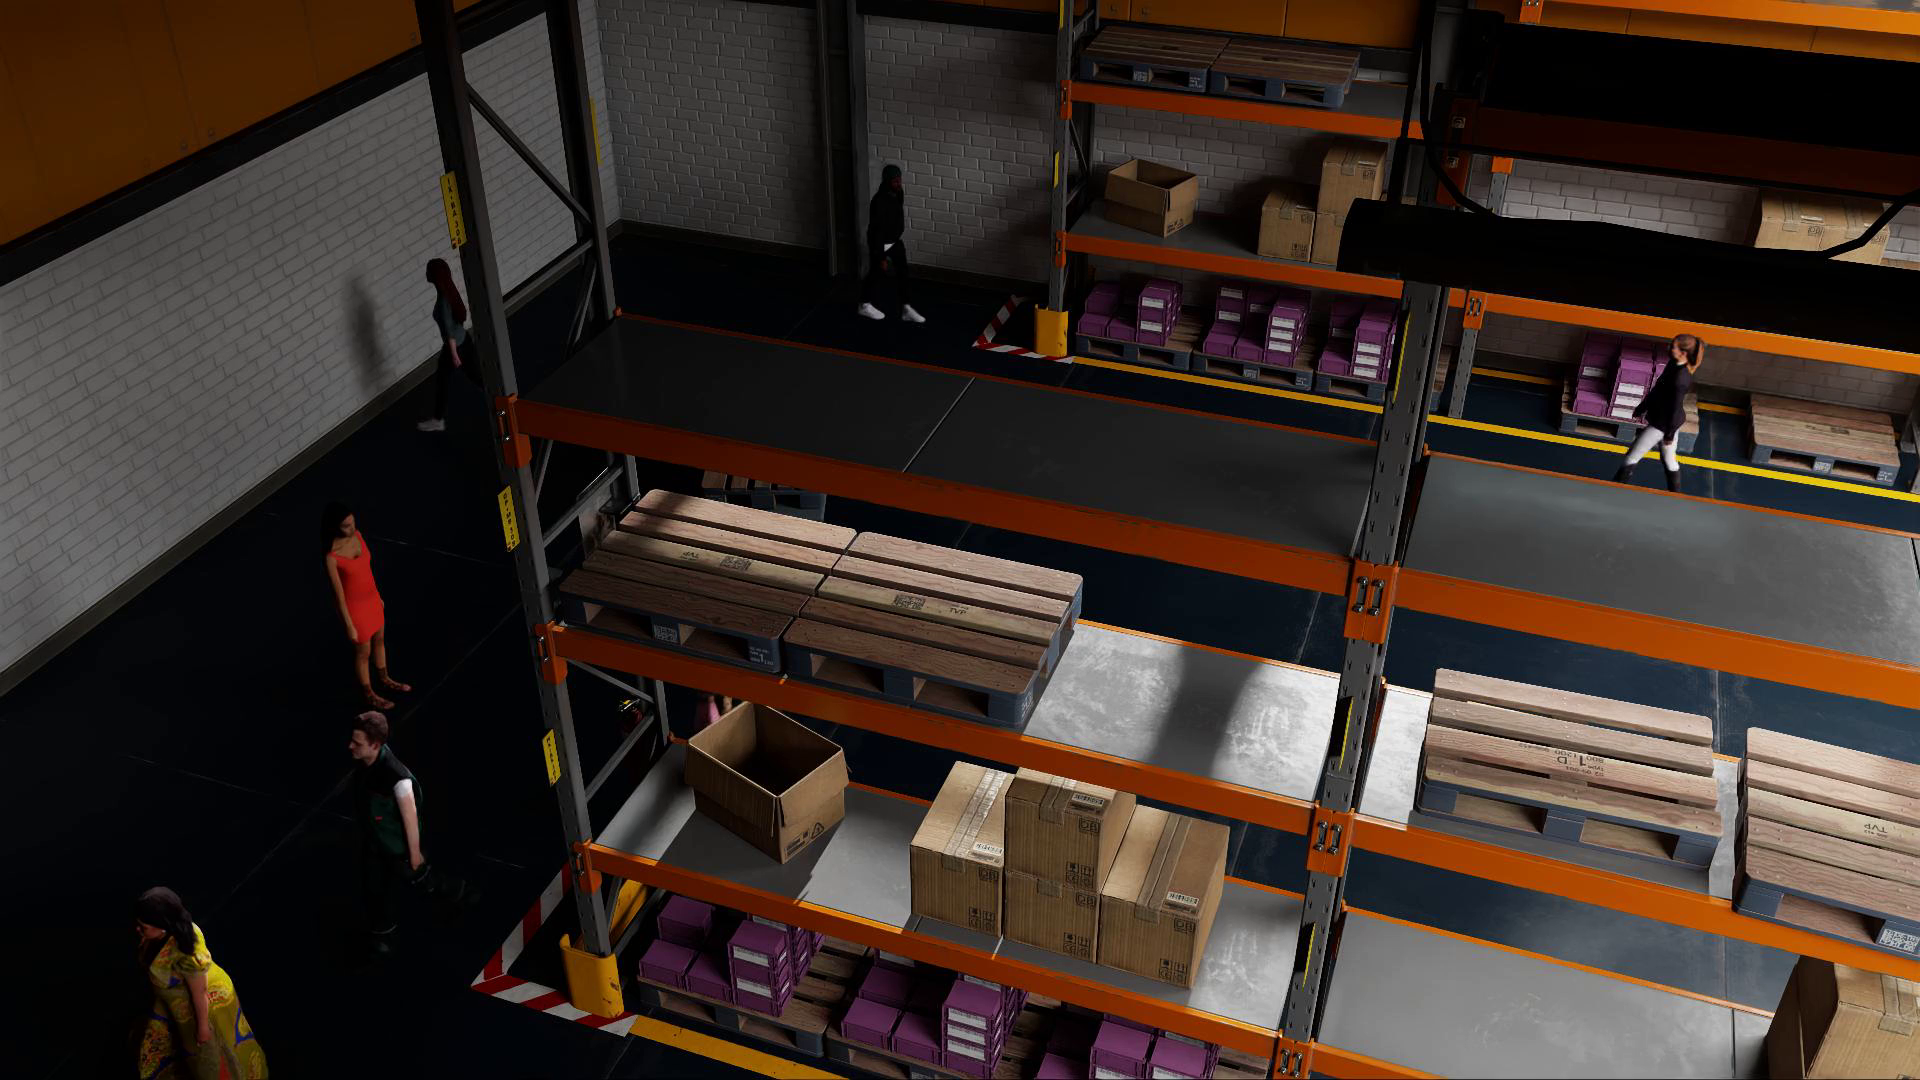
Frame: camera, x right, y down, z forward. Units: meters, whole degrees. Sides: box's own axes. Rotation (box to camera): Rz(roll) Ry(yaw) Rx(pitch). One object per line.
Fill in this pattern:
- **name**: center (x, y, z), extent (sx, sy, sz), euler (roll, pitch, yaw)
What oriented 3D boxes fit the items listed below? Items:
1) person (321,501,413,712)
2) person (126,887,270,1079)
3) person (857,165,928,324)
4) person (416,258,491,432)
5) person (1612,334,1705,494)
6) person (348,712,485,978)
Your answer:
- **person**: center (-4.287, 0.464, 11.826), extent (0.578, 1.720, 0.614), euler (7, 34, 10)
- **person**: center (-4.044, 2.428, 8.934), extent (0.875, 1.650, 0.907), euler (24, 40, 31)
- **person**: center (-0.832, -3.056, 17.089), extent (1.108, 1.755, 0.856), euler (18, 38, 25)
- **person**: center (-4.511, -1.745, 15.169), extent (1.200, 1.697, 0.873), euler (0, 34, -1)
- **person**: center (5.985, -0.918, 13.932), extent (1.055, 1.689, 0.570), euler (12, 35, 17)
- **person**: center (-3.269, 1.733, 9.837), extent (1.165, 1.809, 0.999), euler (27, 42, 34)
